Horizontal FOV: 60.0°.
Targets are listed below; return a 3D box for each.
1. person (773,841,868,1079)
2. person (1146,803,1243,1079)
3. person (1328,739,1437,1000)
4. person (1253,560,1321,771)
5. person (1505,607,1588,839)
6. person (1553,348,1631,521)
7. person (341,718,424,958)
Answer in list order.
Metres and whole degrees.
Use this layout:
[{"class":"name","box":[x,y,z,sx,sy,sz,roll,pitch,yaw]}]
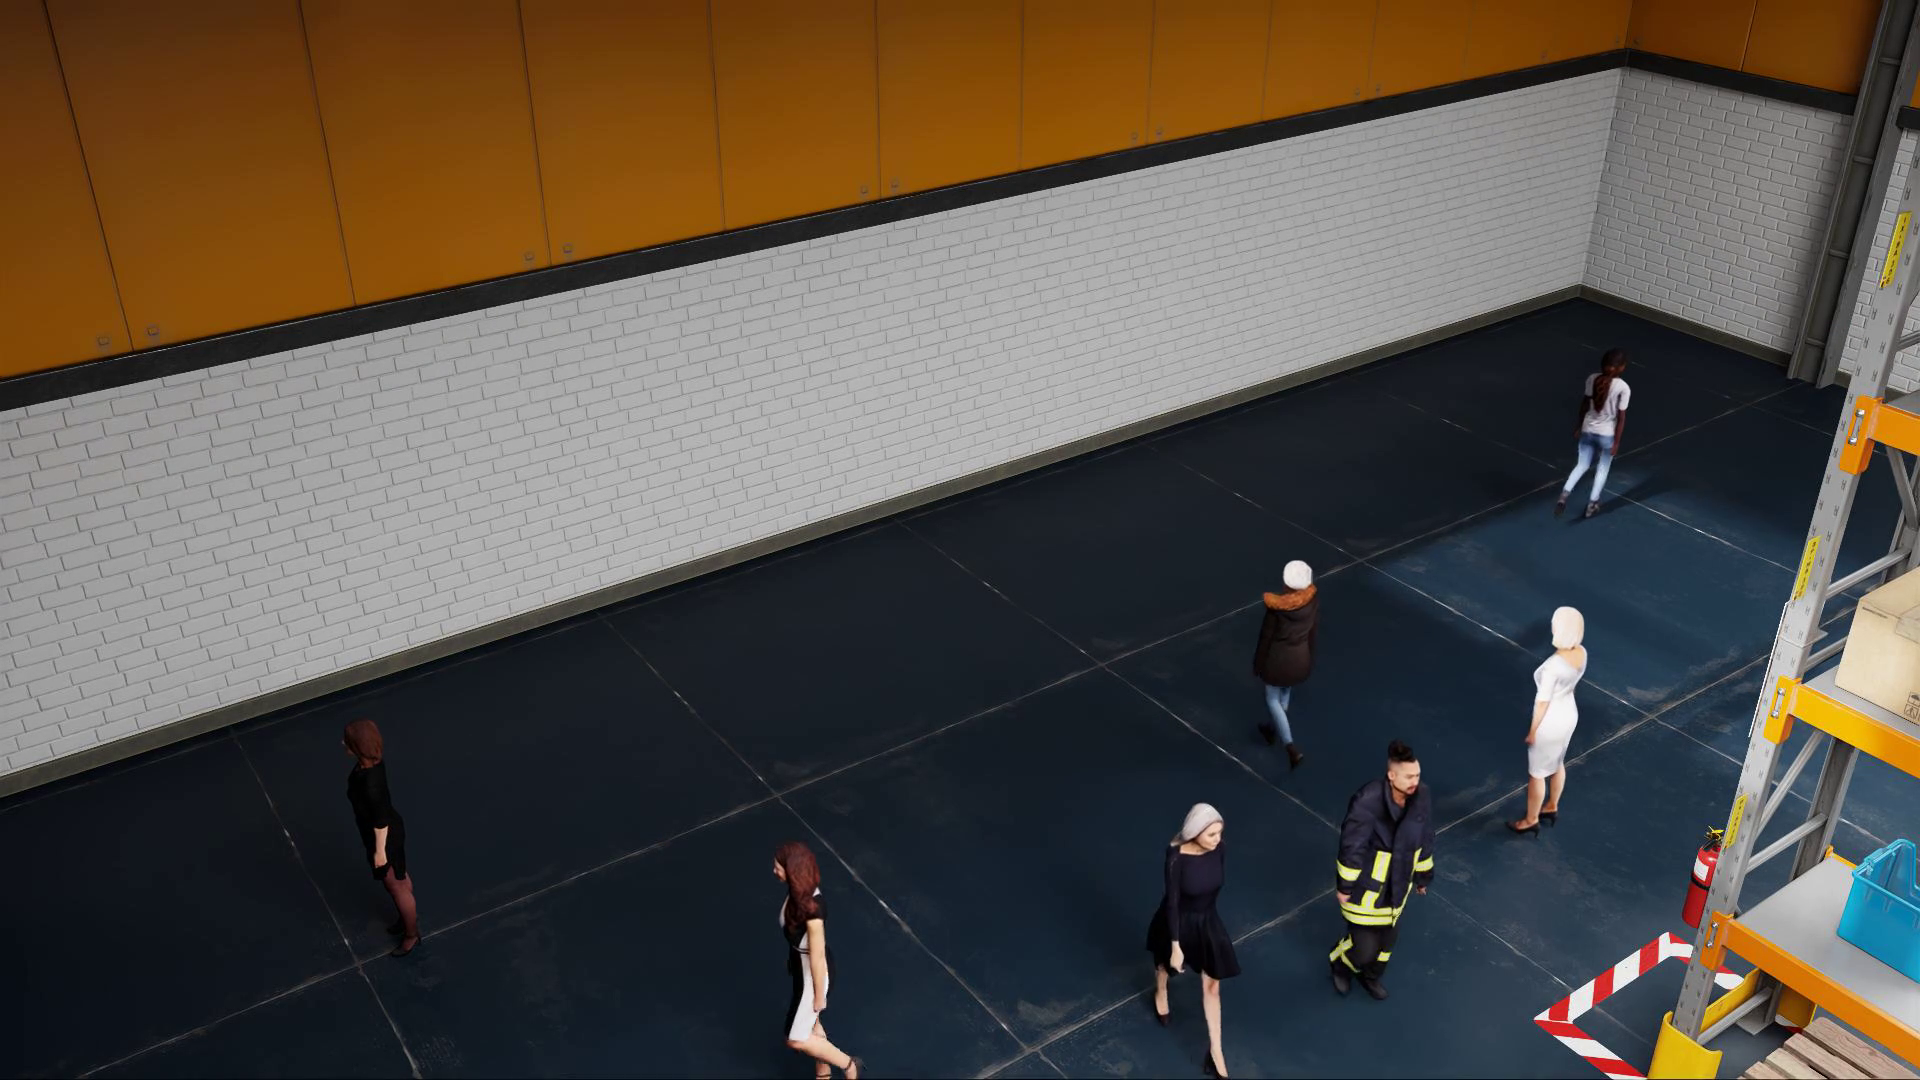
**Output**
[{"class":"person","box":[-0.729,2.374,9.063,0.783,1.784,0.726,-9,30,-15]},{"class":"person","box":[1.251,2.172,9.507,0.757,1.712,1.126,-11,30,-19]},{"class":"person","box":[2.432,1.919,9.828,0.834,1.850,0.802,-11,30,-19]},{"class":"person","box":[2.364,0.904,11.933,0.813,1.615,1.051,-8,30,-14]},{"class":"person","box":[3.997,1.231,11.195,0.575,1.748,0.527,-22,35,-34]},{"class":"person","box":[5.787,-0.924,15.196,0.737,1.700,0.927,-24,37,-36]},{"class":"person","box":[-3.527,1.808,10.181,0.694,1.706,0.515,-10,30,-18]}]
